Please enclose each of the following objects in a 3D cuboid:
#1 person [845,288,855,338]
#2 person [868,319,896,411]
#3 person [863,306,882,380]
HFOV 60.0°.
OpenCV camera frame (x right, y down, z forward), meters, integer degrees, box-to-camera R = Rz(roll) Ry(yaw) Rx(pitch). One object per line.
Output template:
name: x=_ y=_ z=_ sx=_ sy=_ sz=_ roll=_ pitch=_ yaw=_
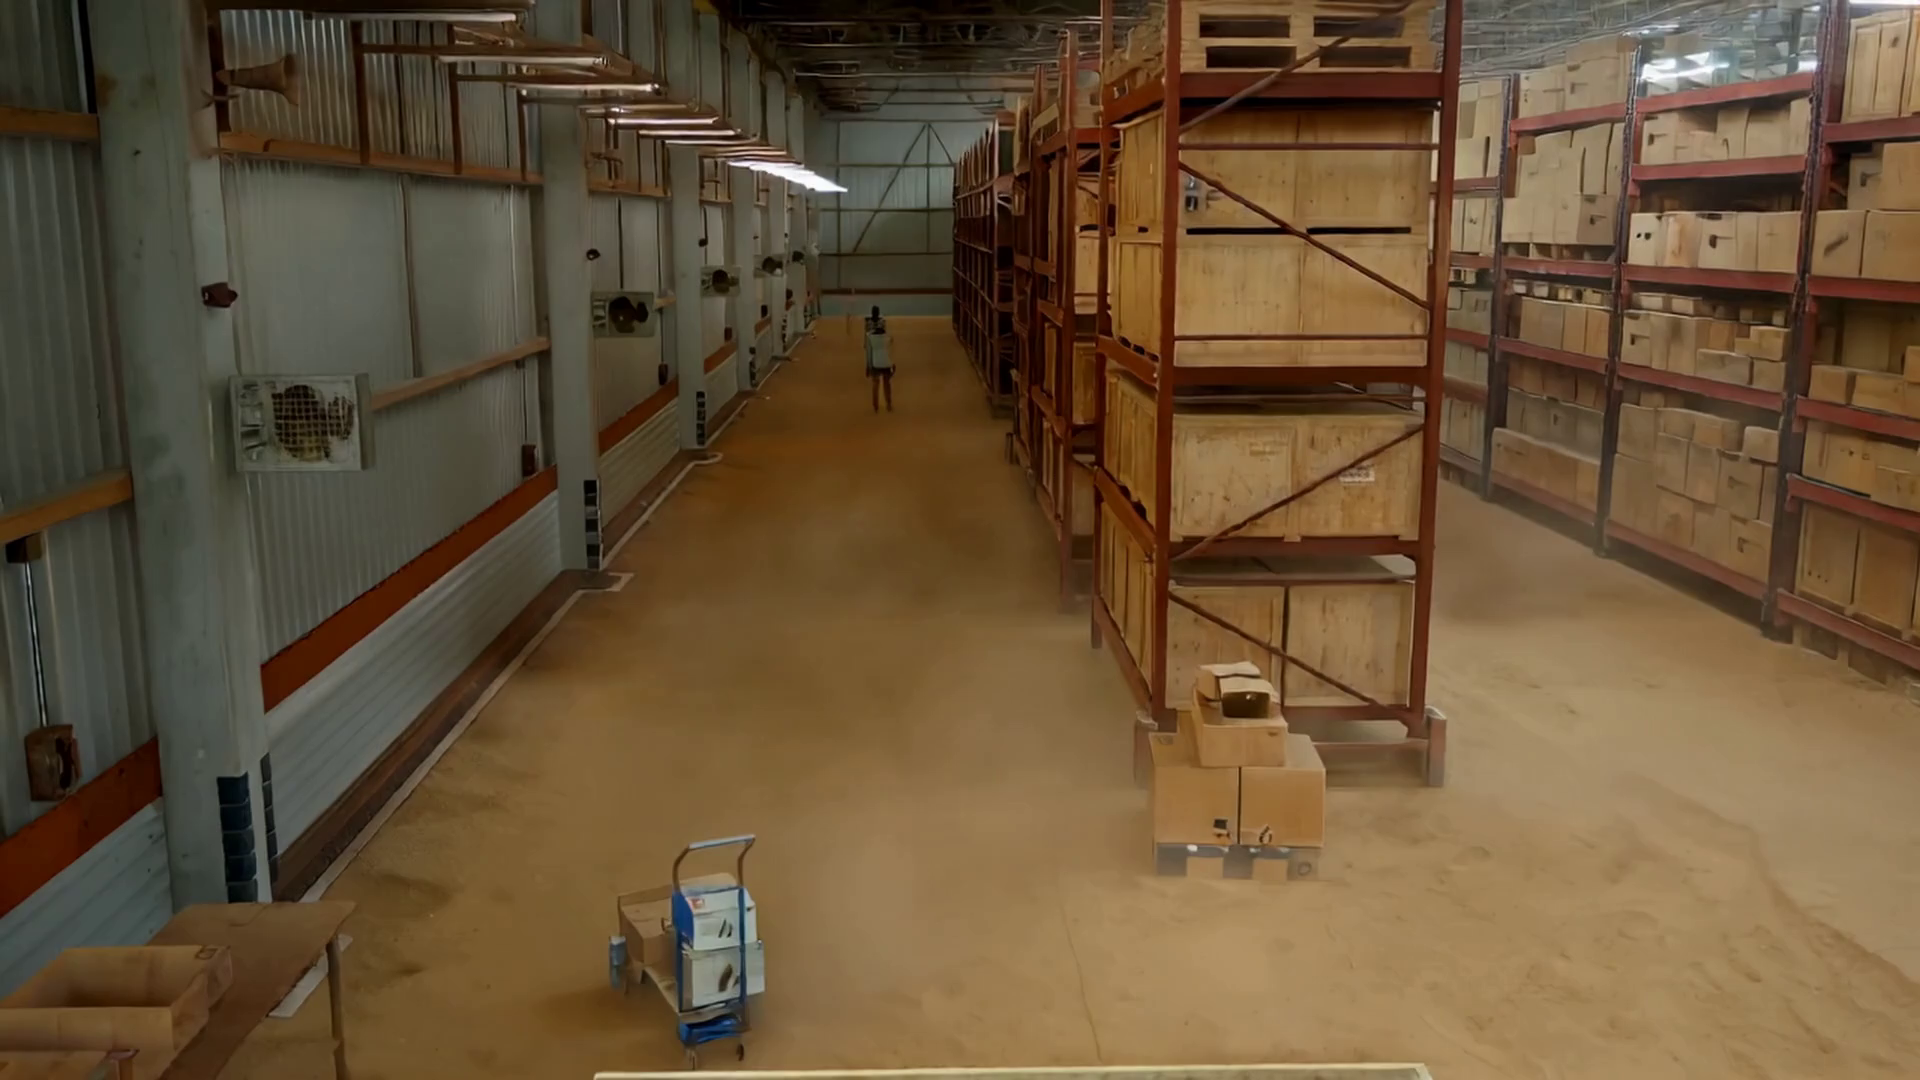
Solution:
person: x=-3.841 y=-7.940 z=58.199 sx=0.477 sy=1.708 sz=0.586 roll=-5 pitch=12 yaw=-25
person: x=-1.669 y=-3.754 z=35.720 sx=0.617 sy=1.986 sz=0.406 roll=-3 pitch=11 yaw=-16
person: x=-2.204 y=-5.066 z=42.756 sx=0.601 sy=1.907 sz=0.405 roll=-2 pitch=11 yaw=-12
